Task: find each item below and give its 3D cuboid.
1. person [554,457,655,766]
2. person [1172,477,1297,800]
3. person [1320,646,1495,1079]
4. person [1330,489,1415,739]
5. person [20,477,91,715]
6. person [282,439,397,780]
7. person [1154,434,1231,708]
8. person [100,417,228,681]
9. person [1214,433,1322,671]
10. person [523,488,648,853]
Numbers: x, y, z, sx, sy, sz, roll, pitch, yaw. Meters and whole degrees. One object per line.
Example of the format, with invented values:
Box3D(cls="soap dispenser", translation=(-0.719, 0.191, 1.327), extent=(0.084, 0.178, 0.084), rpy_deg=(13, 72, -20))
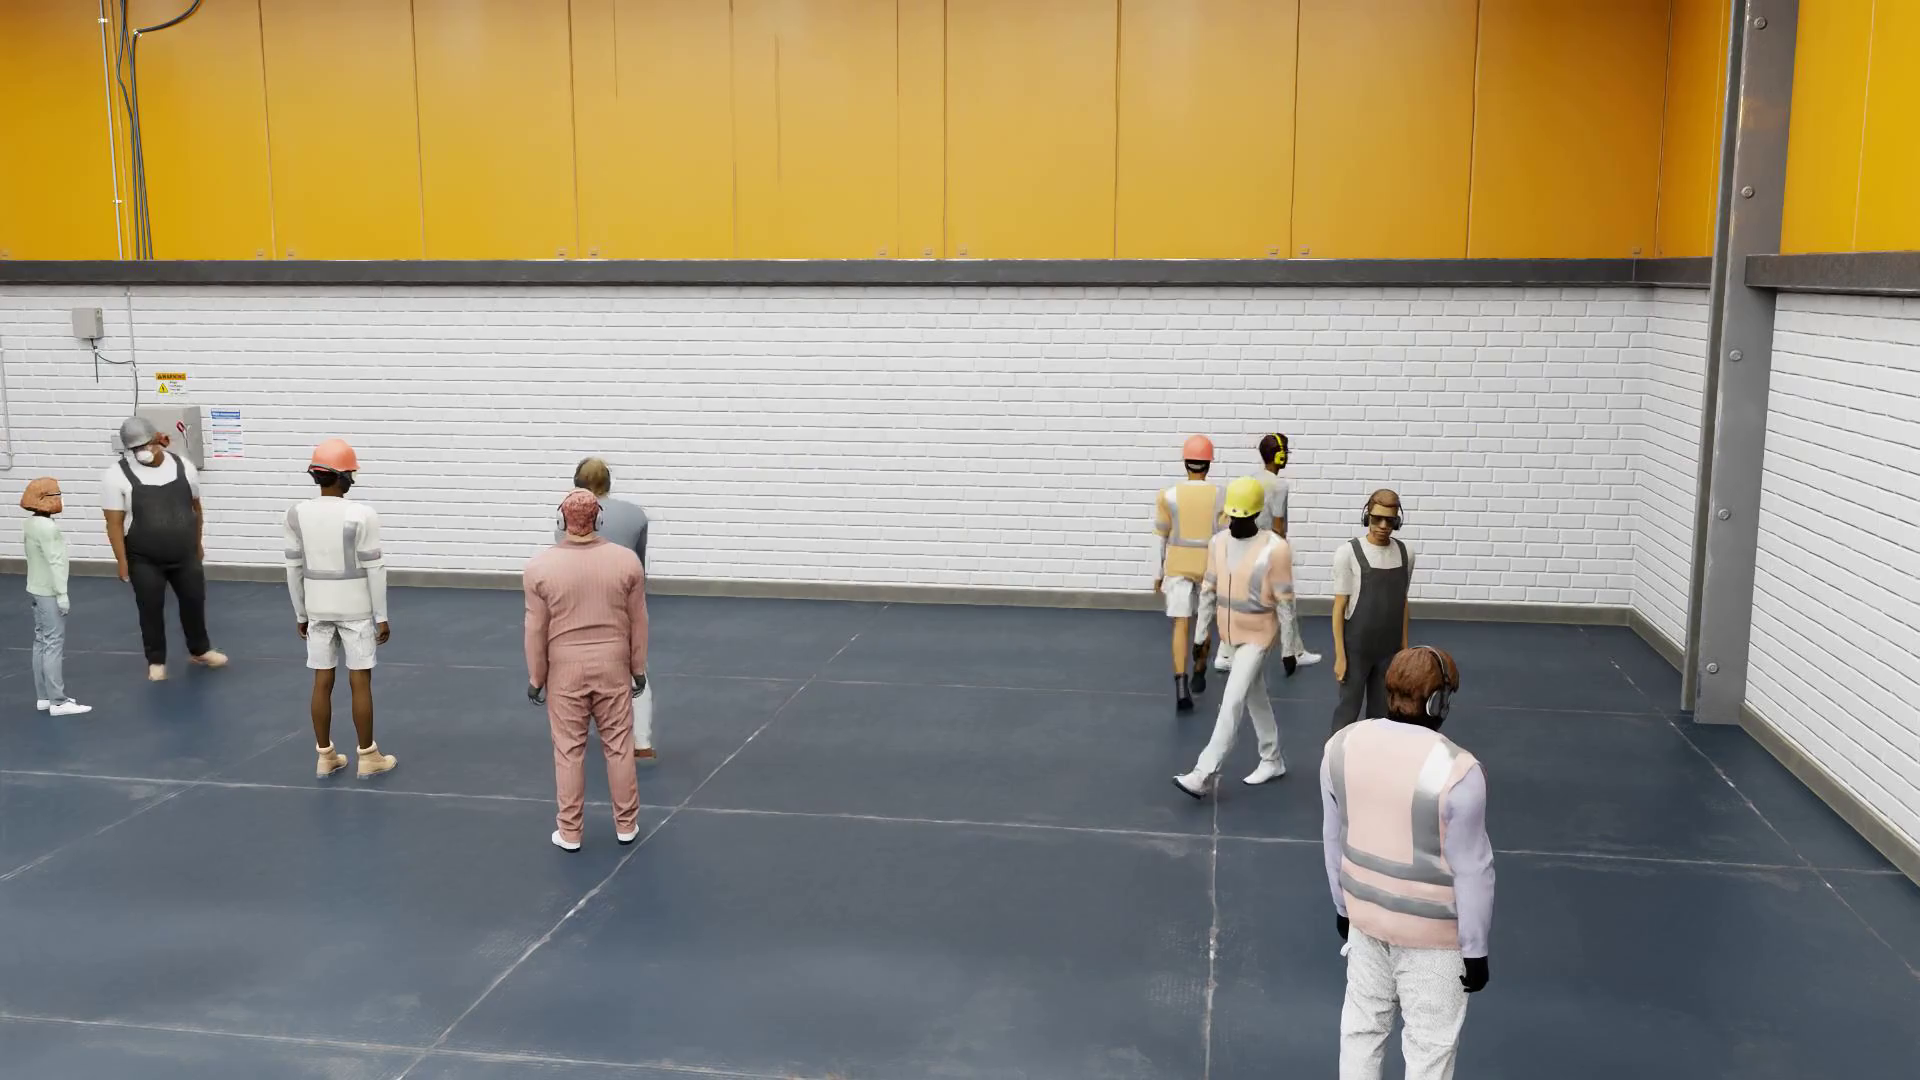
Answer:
Box3D(cls="person", translation=(-2.230, 0.421, 10.390), extent=(0.643, 1.874, 1.047), rpy_deg=(-6, 11, -34))
Box3D(cls="person", translation=(1.563, 0.561, 9.563), extent=(1.013, 1.858, 0.623), rpy_deg=(-6, 11, -35))
Box3D(cls="person", translation=(1.471, 1.249, 5.424), extent=(0.429, 1.839, 0.621), rpy_deg=(-7, 12, -37))
Box3D(cls="person", translation=(2.300, 0.625, 9.257), extent=(0.507, 1.842, 0.351), rpy_deg=(-3, 10, -19))
Box3D(cls="person", translation=(-6.227, 0.381, 11.398), extent=(0.278, 1.634, 0.497), rpy_deg=(-9, 13, -44))
Box3D(cls="person", translation=(-3.689, 0.416, 9.923), extent=(0.607, 2.044, 0.379), rpy_deg=(1, 9, 8))
Box3D(cls="person", translation=(1.633, 0.211, 11.654), extent=(0.555, 1.900, 0.960), rpy_deg=(1, 9, 9))
Box3D(cls="person", translation=(-5.891, 0.035, 12.281), extent=(0.564, 2.000, 0.755), rpy_deg=(9, 13, 43))
Box3D(cls="person", translation=(2.322, 0.095, 12.605), extent=(0.962, 1.826, 0.539), rpy_deg=(-5, 10, -28))
Box3D(cls="person", translation=(-1.956, 0.679, 8.719), extent=(0.639, 1.911, 0.406), rpy_deg=(-4, 10, -21))
